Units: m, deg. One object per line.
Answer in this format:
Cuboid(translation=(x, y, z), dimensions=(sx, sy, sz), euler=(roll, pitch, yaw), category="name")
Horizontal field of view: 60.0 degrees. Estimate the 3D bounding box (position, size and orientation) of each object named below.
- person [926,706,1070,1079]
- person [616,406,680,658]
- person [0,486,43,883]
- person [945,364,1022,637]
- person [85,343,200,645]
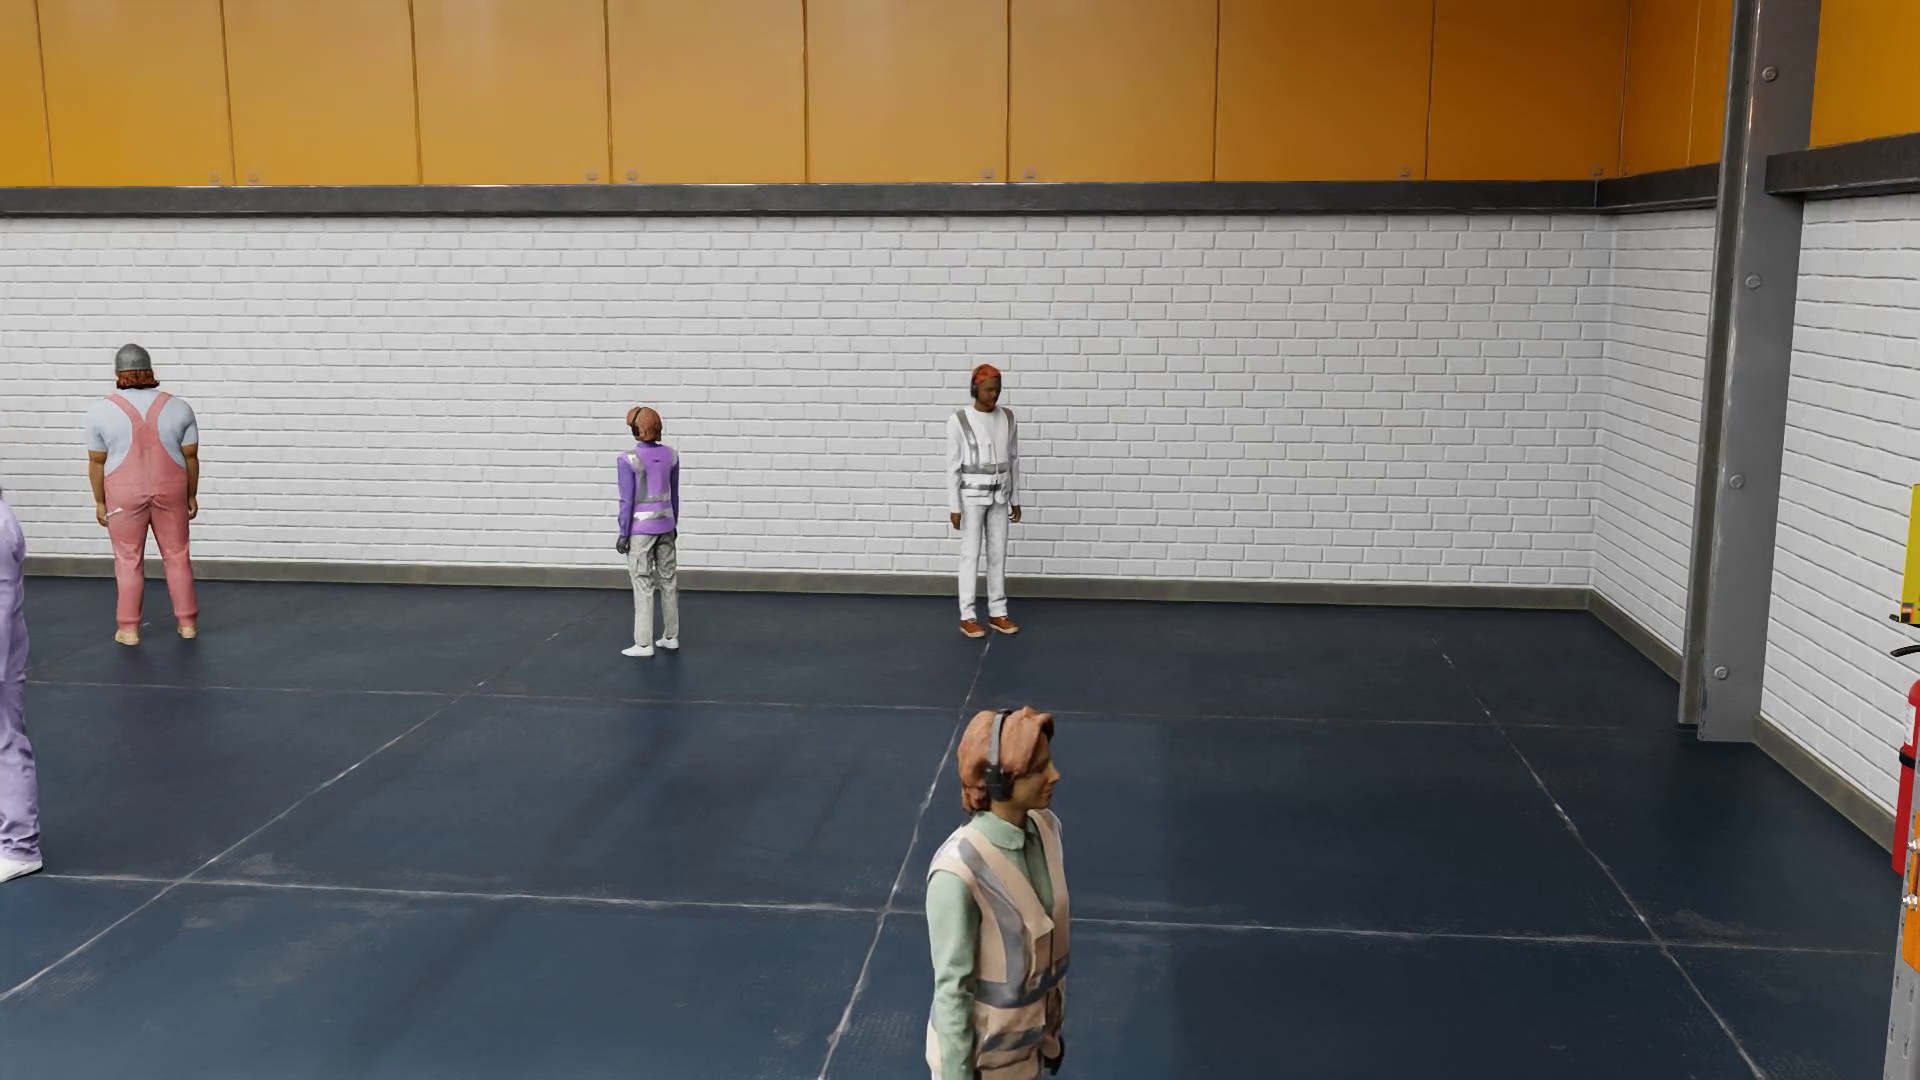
Cuboid(translation=(0.088, 1.178, 3.803), dimensions=(0.314, 1.644, 0.515), euler=(5, 11, 28), category="person")
Cuboid(translation=(-2.027, -0.051, 10.850), dimensions=(0.306, 1.639, 0.522), euler=(7, 12, 35), category="person")
Cuboid(translation=(-4.128, 0.490, 6.993), dimensions=(0.410, 1.909, 0.642), euler=(-7, 12, -35), category="person")
Cuboid(translation=(0.167, -0.268, 11.424), dimensions=(0.585, 1.879, 0.371), euler=(-7, 12, -33), category="person")
Cuboid(translation=(-5.522, -0.326, 11.276), dimensions=(0.683, 2.000, 0.535), euler=(-7, 12, -33), category="person")
